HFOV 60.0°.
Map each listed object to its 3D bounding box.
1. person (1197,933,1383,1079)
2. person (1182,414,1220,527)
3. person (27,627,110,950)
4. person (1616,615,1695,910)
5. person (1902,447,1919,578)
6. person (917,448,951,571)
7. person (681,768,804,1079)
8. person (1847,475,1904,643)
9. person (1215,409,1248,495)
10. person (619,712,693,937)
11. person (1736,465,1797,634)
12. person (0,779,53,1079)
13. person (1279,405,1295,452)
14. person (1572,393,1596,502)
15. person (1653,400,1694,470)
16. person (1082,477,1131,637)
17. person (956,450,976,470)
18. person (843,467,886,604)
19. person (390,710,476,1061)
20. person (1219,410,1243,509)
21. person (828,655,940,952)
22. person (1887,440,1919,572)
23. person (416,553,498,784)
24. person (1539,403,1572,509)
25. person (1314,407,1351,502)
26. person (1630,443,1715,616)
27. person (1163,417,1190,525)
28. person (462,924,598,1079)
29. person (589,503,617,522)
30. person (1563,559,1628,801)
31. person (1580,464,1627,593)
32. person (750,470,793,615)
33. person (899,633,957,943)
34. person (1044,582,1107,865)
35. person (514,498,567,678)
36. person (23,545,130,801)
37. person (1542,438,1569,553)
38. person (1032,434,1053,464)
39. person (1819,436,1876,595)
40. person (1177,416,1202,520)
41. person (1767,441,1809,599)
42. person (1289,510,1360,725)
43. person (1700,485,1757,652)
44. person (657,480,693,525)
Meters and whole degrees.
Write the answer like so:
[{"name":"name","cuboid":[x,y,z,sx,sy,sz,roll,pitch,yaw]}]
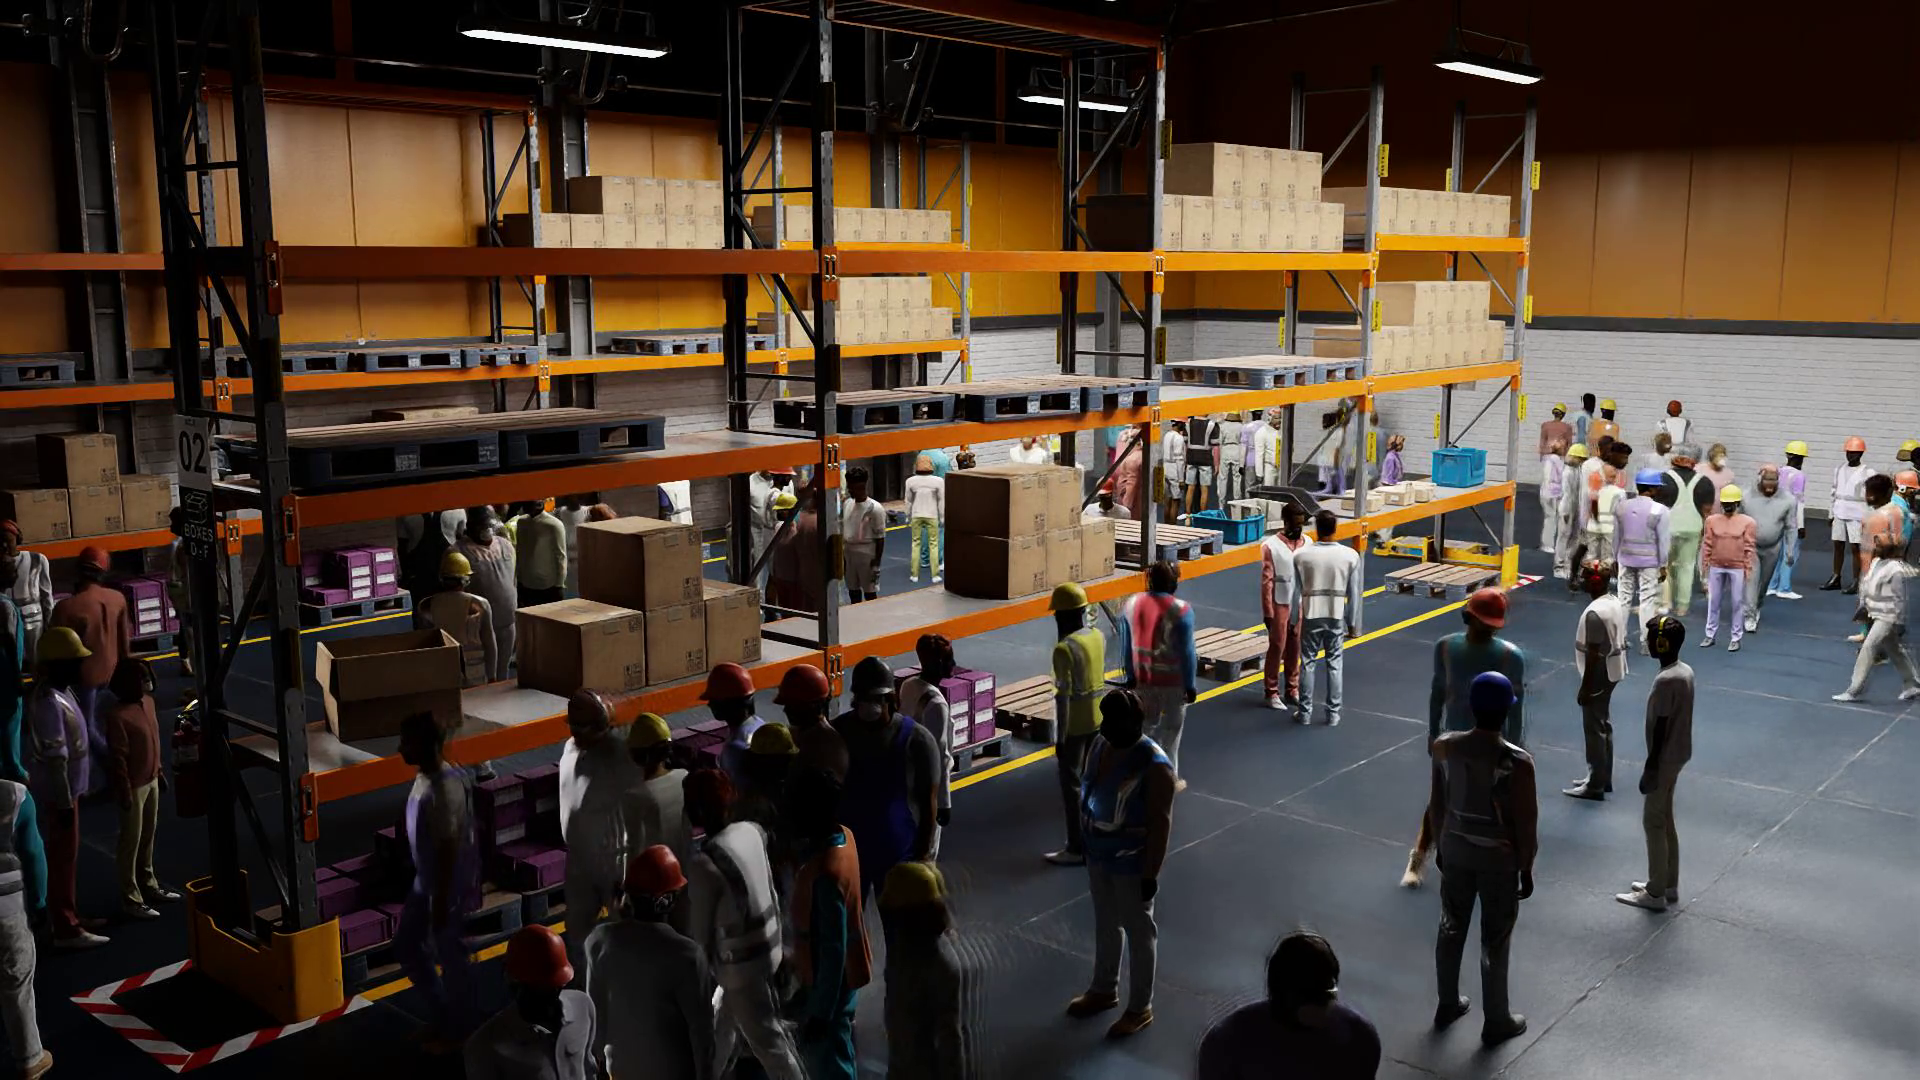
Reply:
[{"name":"person","cuboid":[1.089,2.218,5.465,0.651,1.899,0.877,0,10,-3]},{"name":"person","cuboid":[3.692,-1.196,25.465,0.619,2.029,0.410,5,11,29]},{"name":"person","cuboid":[-5.315,1.461,9.899,0.386,1.927,0.589,-4,11,-25]},{"name":"person","cuboid":[4.429,1.398,10.506,0.335,1.855,0.533,7,12,37]},{"name":"person","cuboid":[12.307,-0.366,21.489,0.322,1.698,0.533,7,12,35]},{"name":"person","cuboid":[-0.300,-0.542,21.953,0.399,1.899,0.646,-6,11,-30]},{"name":"person","cuboid":[-1.018,1.915,7.502,0.987,1.825,0.580,2,10,14]},{"name":"person","cuboid":[9.682,0.227,17.516,0.327,1.842,0.514,0,10,-2]},{"name":"person","cuboid":[4.729,-1.724,28.969,0.583,1.917,0.404,0,10,-1]},{"name":"person","cuboid":[-1.572,1.758,8.606,0.323,1.769,0.523,5,11,30]},{"name":"person","cuboid":[8.923,0.062,18.501,0.659,1.852,1.020,3,10,18]},{"name":"person","cuboid":[-4.797,1.799,8.133,0.626,1.846,0.429,-4,10,-21]},{"name":"person","cuboid":[5.653,-1.677,29.115,0.308,1.769,0.525,-7,12,-34]},{"name":"person","cuboid":[10.531,-1.549,28.003,0.447,1.877,0.654,6,11,31]},{"name":"person","cuboid":[11.359,-1.292,26.528,0.590,1.872,0.374,2,10,13]},{"name":"person","cuboid":[1.575,0.177,18.084,0.563,1.751,0.329,2,10,10]},{"name":"person","cuboid":[0.032,-0.159,19.861,0.341,1.838,0.501,-4,10,-21]},{"name":"person","cuboid":[-1.035,0.207,17.292,0.379,1.959,0.604,-9,13,-44]},{"name":"person","cuboid":[-2.705,1.757,8.409,0.483,1.832,0.539,-6,11,-31]},{"name":"person","cuboid":[4.462,-1.357,27.316,0.487,1.735,0.346,3,10,16]},{"name":"person","cuboid":[-0.465,1.604,8.708,0.683,2.000,0.537,2,10,10]},{"name":"person","cuboid":[12.421,-0.447,21.865,0.311,1.735,0.484,-4,10,-24]},{"name":"person","cuboid":[-3.877,1.010,12.885,0.596,1.828,0.403,0,10,-2]},{"name":"person","cuboid":[9.825,-1.386,27.428,0.532,1.754,0.340,7,12,37]},{"name":"person","cuboid":[5.747,-1.158,25.823,0.812,1.840,0.518,-1,10,-7]},{"name":"person","cuboid":[8.184,-0.147,19.161,0.850,2.000,0.535,2,10,10]},{"name":"person","cuboid":[3.161,-0.944,24.283,0.387,1.926,0.547,-2,10,-13]},{"name":"person","cuboid":[-1.485,2.208,5.959,0.333,1.749,0.575,7,12,35]},{"name":"person","cuboid":[-3.594,0.433,16.916,0.286,1.633,0.500,-1,10,-9]},{"name":"person","cuboid":[4.851,1.055,12.616,0.389,1.837,0.560,5,11,30]},{"name":"person","cuboid":[7.809,-0.113,20.180,0.544,1.625,0.372,7,12,36]},{"name":"person","cuboid":[-2.213,-0.081,19.198,0.644,1.900,0.399,-3,10,-15]},{"name":"person","cuboid":[-0.203,1.478,9.970,0.361,1.878,0.580,-4,10,-20]},{"name":"person","cuboid":[0.787,1.230,11.311,0.396,1.917,0.650,6,11,33]},{"name":"person","cuboid":[-4.053,0.409,15.998,0.609,1.988,0.391,6,11,31]},{"name":"person","cuboid":[-6.625,1.022,12.489,0.673,1.941,0.732,2,10,9]},{"name":"person","cuboid":[8.310,-0.615,23.179,0.377,1.622,0.530,9,13,43]},{"name":"person","cuboid":[1.327,-1.368,27.066,0.387,1.838,0.563,-2,10,-10]},{"name":"person","cuboid":[10.898,-0.305,20.397,0.343,1.942,0.552,-5,11,-26]},{"name":"person","cuboid":[3.593,-1.232,25.980,0.386,1.926,0.591,-3,10,-19]},{"name":"person","cuboid":[10.019,-0.243,20.118,0.401,1.913,0.601,-1,10,-4]},{"name":"person","cuboid":[3.192,0.687,14.598,0.596,1.908,0.411,1,10,3]},{"name":"person","cuboid":[8.025,0.289,17.411,0.518,1.756,0.344,7,12,38]},{"name":"person","cuboid":[-3.358,-0.116,19.592,0.389,1.839,0.565,4,10,24]}]
